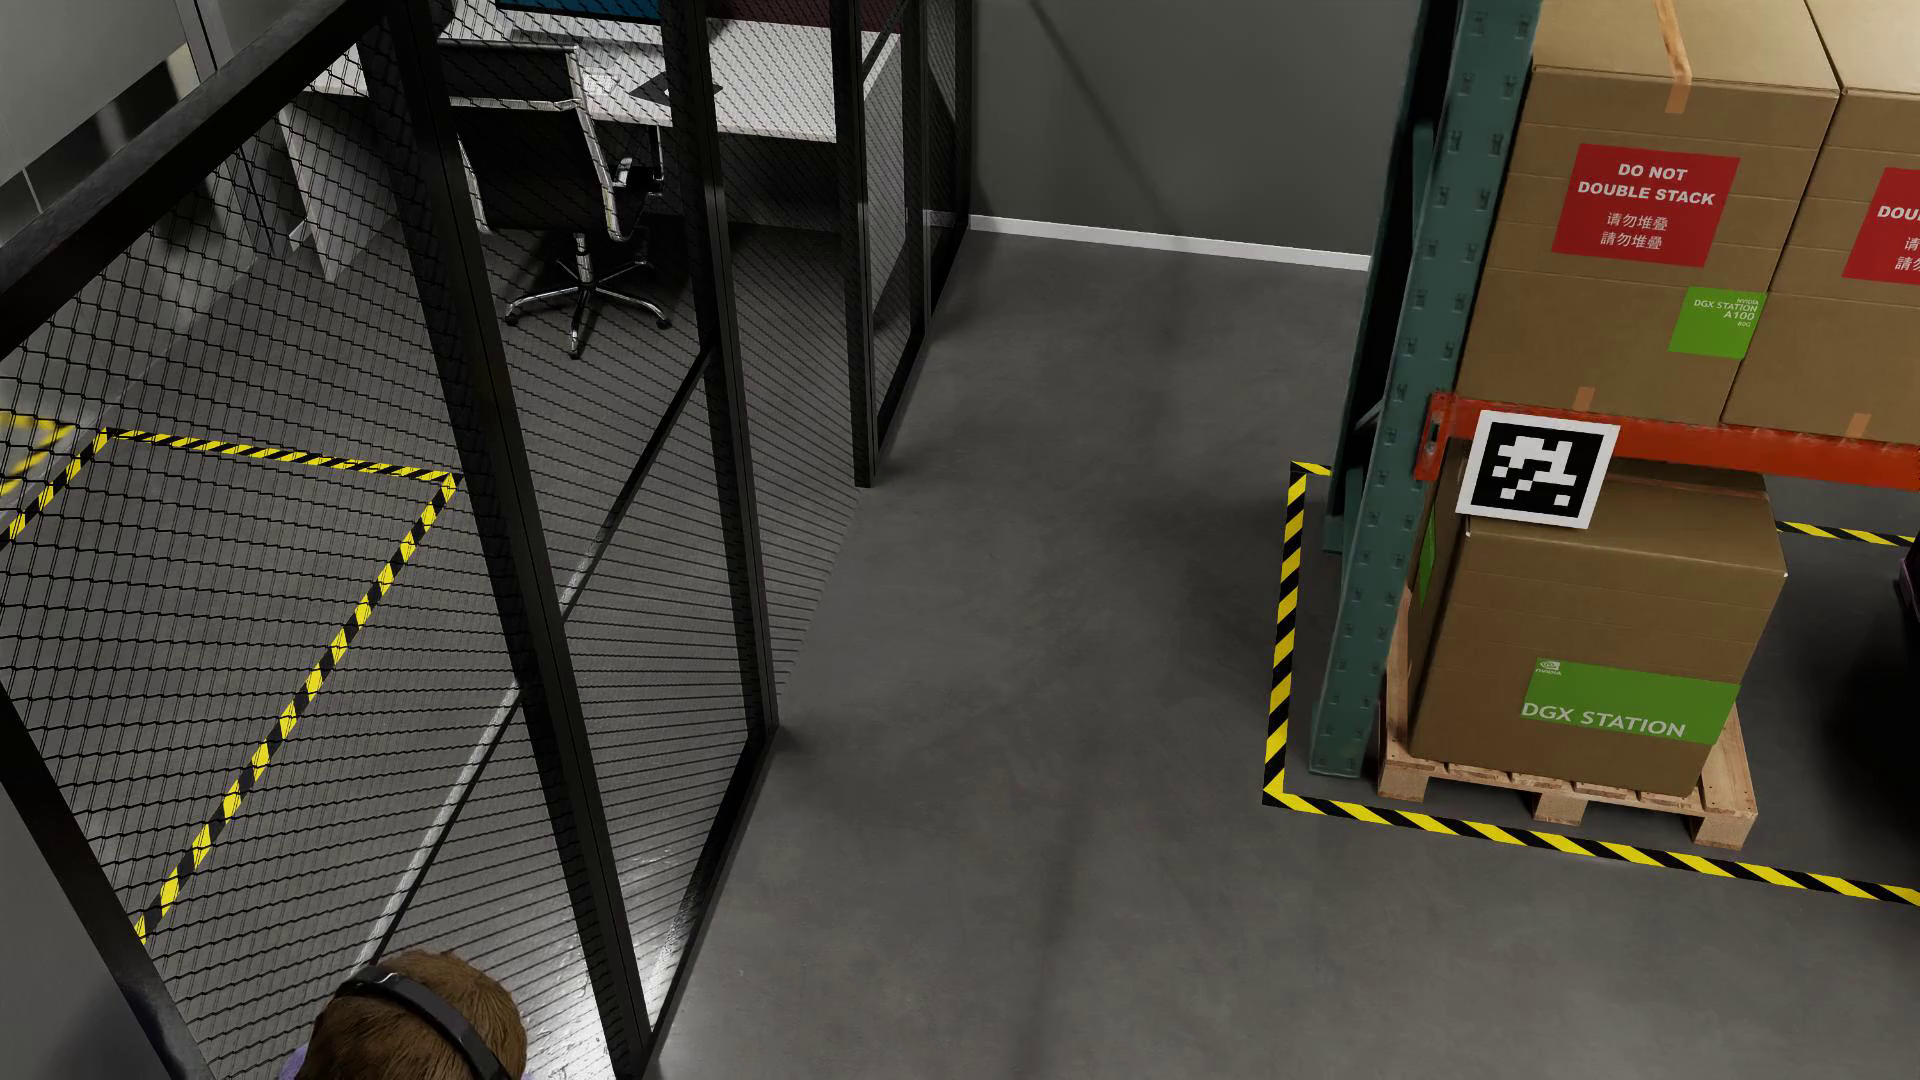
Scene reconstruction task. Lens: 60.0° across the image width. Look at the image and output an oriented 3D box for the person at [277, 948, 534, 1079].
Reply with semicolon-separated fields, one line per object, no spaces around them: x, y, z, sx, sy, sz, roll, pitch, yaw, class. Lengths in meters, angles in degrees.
-0.531;1.154;2.169;0.635;1.937;0.361;18;44;20;person
